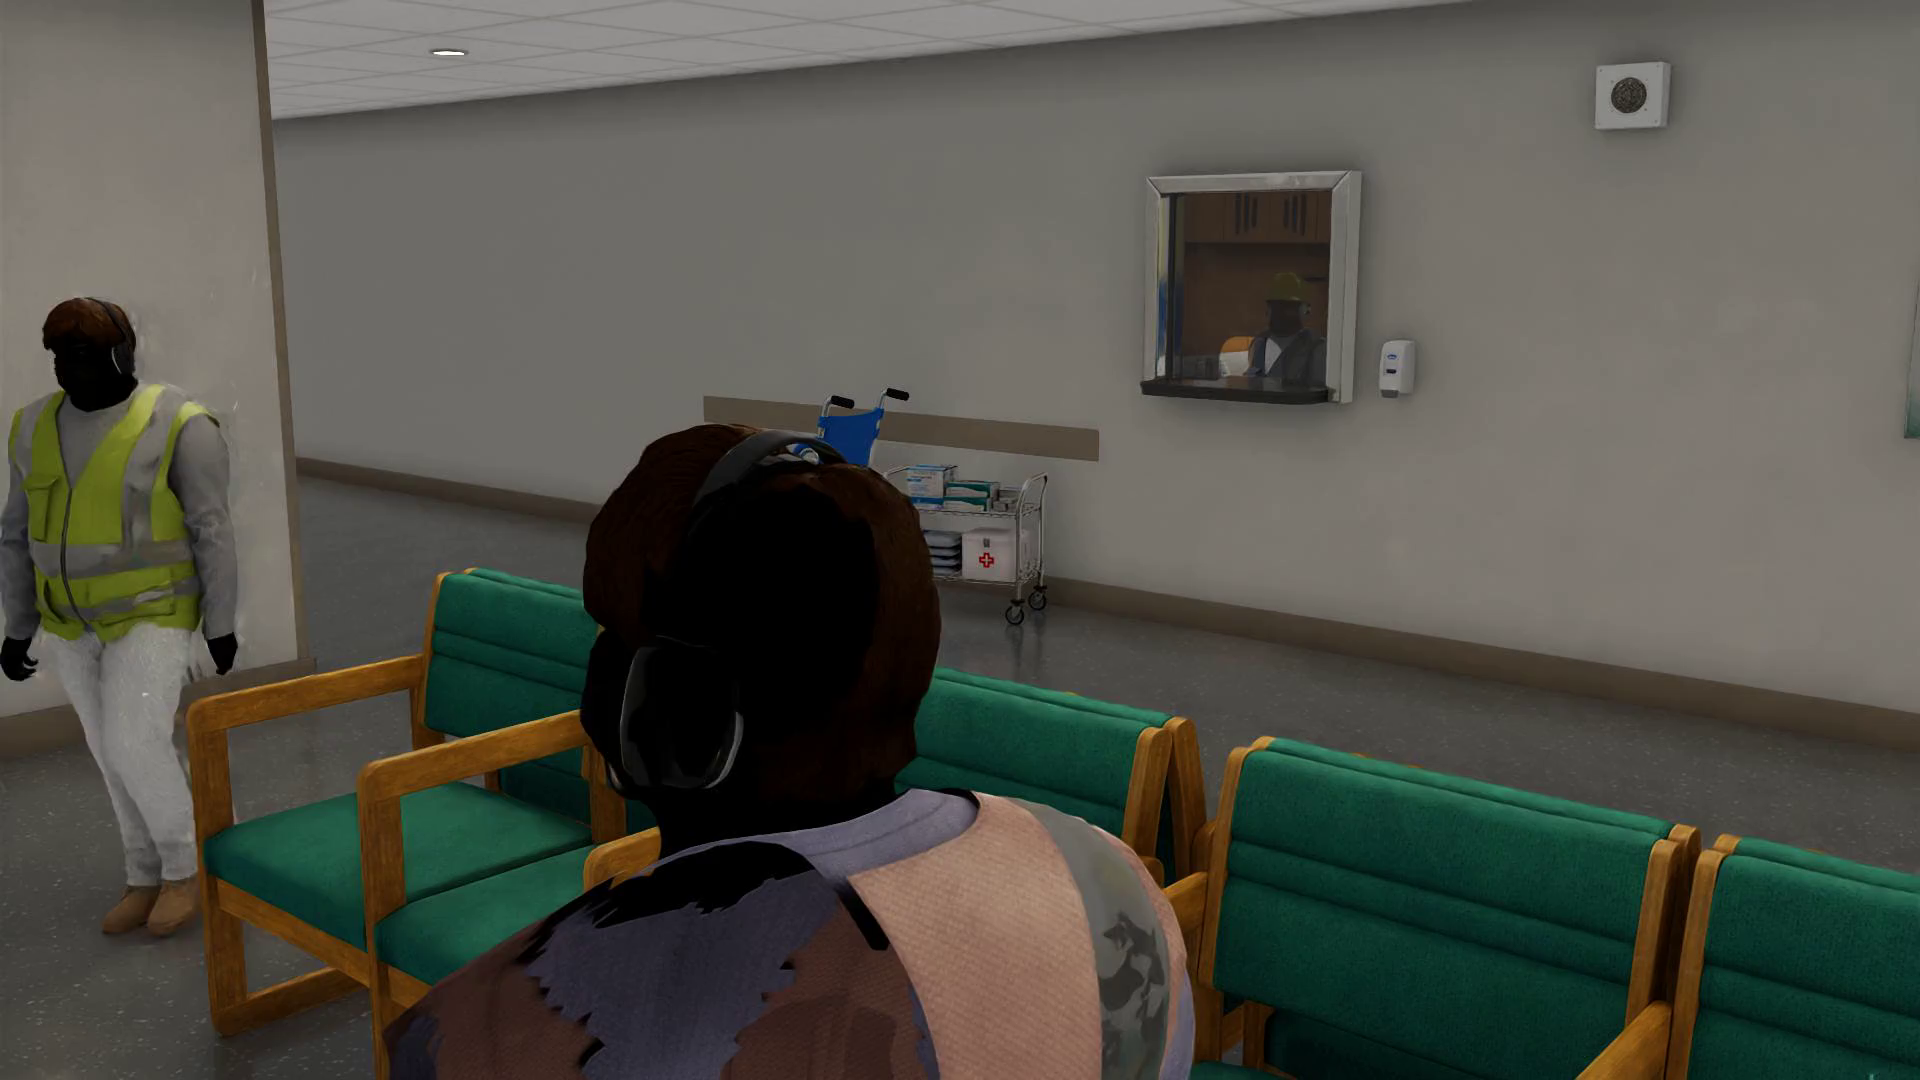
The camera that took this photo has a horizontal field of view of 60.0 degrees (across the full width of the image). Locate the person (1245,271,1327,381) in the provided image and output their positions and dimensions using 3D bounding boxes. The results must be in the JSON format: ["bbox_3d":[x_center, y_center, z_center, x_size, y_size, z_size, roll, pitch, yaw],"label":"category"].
[{"bbox_3d":[1.732,-0.528,8.994,0.404,1.836,0.600,-7,12,-36],"label":"person"}]

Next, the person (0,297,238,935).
[{"bbox_3d":[-2.391,0.233,4.705,0.638,1.822,0.474,2,10,12],"label":"person"}]

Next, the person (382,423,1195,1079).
[{"bbox_3d":[-0.132,0.834,1.229,0.625,1.847,0.429,-8,13,-38],"label":"person"}]
